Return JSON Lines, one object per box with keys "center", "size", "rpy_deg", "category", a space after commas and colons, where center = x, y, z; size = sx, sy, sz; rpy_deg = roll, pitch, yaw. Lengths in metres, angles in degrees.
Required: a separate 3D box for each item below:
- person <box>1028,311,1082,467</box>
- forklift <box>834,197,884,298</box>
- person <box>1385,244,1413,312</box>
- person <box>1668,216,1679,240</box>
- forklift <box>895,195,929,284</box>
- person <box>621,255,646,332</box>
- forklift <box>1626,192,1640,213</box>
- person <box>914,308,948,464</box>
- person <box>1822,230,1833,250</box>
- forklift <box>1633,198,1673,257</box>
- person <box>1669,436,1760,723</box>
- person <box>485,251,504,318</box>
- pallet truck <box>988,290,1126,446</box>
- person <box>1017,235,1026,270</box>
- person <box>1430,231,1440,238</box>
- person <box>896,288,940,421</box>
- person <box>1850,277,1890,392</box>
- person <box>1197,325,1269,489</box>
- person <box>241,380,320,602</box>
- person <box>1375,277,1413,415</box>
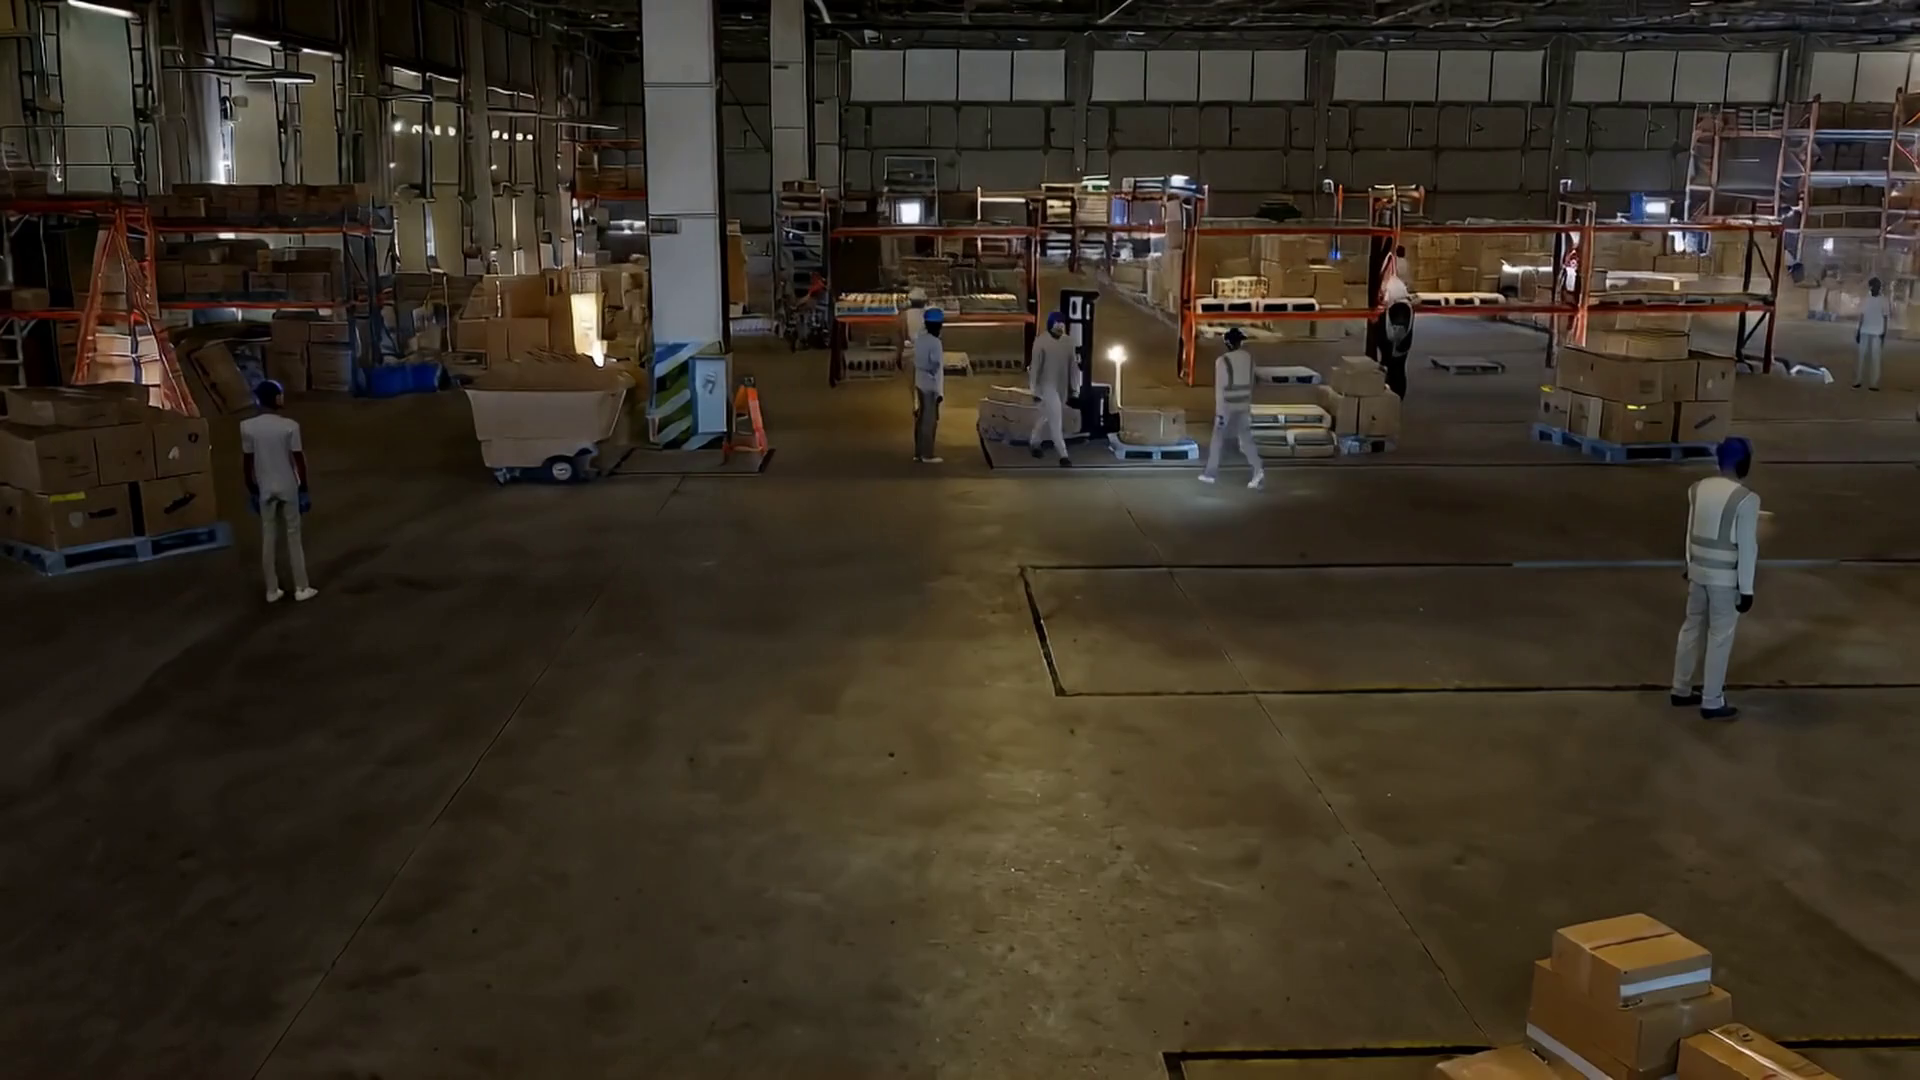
{"center": [1.113, -1.884, 20.491], "size": [0.627, 1.897, 0.979], "rpy_deg": [-10, 16, -39], "category": "person"}
{"center": [-2.975, -8.436, 47.812], "size": [1.129, 2.768, 1.873], "rpy_deg": [-4, 13, -19], "category": "forklift"}
{"center": [10.655, -6.253, 40.358], "size": [0.649, 1.824, 0.434], "rpy_deg": [-6, 14, -25], "category": "person"}
{"center": [26.605, -11.138, 62.155], "size": [0.357, 1.938, 0.542], "rpy_deg": [5, 13, 20], "category": "person"}
{"center": [-1.602, -9.549, 52.834], "size": [1.129, 2.768, 1.873], "rpy_deg": [1, 13, 5], "category": "forklift"}
{"center": [-6.626, -4.852, 33.887], "size": [0.728, 1.886, 0.639], "rpy_deg": [8, 15, 32], "category": "person"}
{"center": [24.396, -11.234, 60.444], "size": [1.873, 2.768, 1.129], "rpy_deg": [5, 14, 23], "category": "forklift"}
{"center": [-0.350, -1.890, 20.446], "size": [0.390, 1.921, 0.583], "rpy_deg": [-7, 14, -29], "category": "person"}
{"center": [28.384, -9.310, 54.456], "size": [0.321, 1.694, 0.535], "rpy_deg": [12, 17, 44], "category": "person"}
{"center": [19.176, -8.081, 46.208], "size": [1.129, 2.768, 1.873], "rpy_deg": [0, 12, -2], "category": "forklift"}
{"center": [4.955, 0.252, 10.885], "size": [0.354, 1.877, 0.573], "rpy_deg": [-4, 13, -18], "category": "person"}
{"center": [-11.471, -6.268, 40.869], "size": [0.517, 1.633, 0.313], "rpy_deg": [11, 17, 41], "category": "person"}
{"center": [1.257, -2.299, 22.111], "size": [1.885, 1.965, 0.823], "rpy_deg": [-9, 15, -35], "category": "pallet truck"}
{"center": [2.226, -10.083, 57.943], "size": [0.529, 1.694, 0.321], "rpy_deg": [-3, 13, -14], "category": "person"}
{"center": [16.516, -10.058, 57.893], "size": [0.540, 1.676, 0.671], "rpy_deg": [-5, 13, -20], "category": "person"}
{"center": [-0.587, -2.699, 24.147], "size": [0.645, 1.889, 1.011], "rpy_deg": [1, 13, 5], "category": "person"}
{"center": [14.924, -3.361, 27.231], "size": [0.331, 1.860, 0.535], "rpy_deg": [-6, 14, -26], "category": "person"}
{"center": [3.148, -1.504, 18.883], "size": [0.570, 1.851, 0.922], "rpy_deg": [-7, 14, -27], "category": "person"}
{"center": [-5.675, -0.402, 13.854], "size": [0.514, 1.865, 0.329], "rpy_deg": [0, 12, -1], "category": "person"}
{"center": [6.418, -2.883, 24.651], "size": [0.537, 2.000, 0.674], "rpy_deg": [5, 13, 21], "category": "person"}
